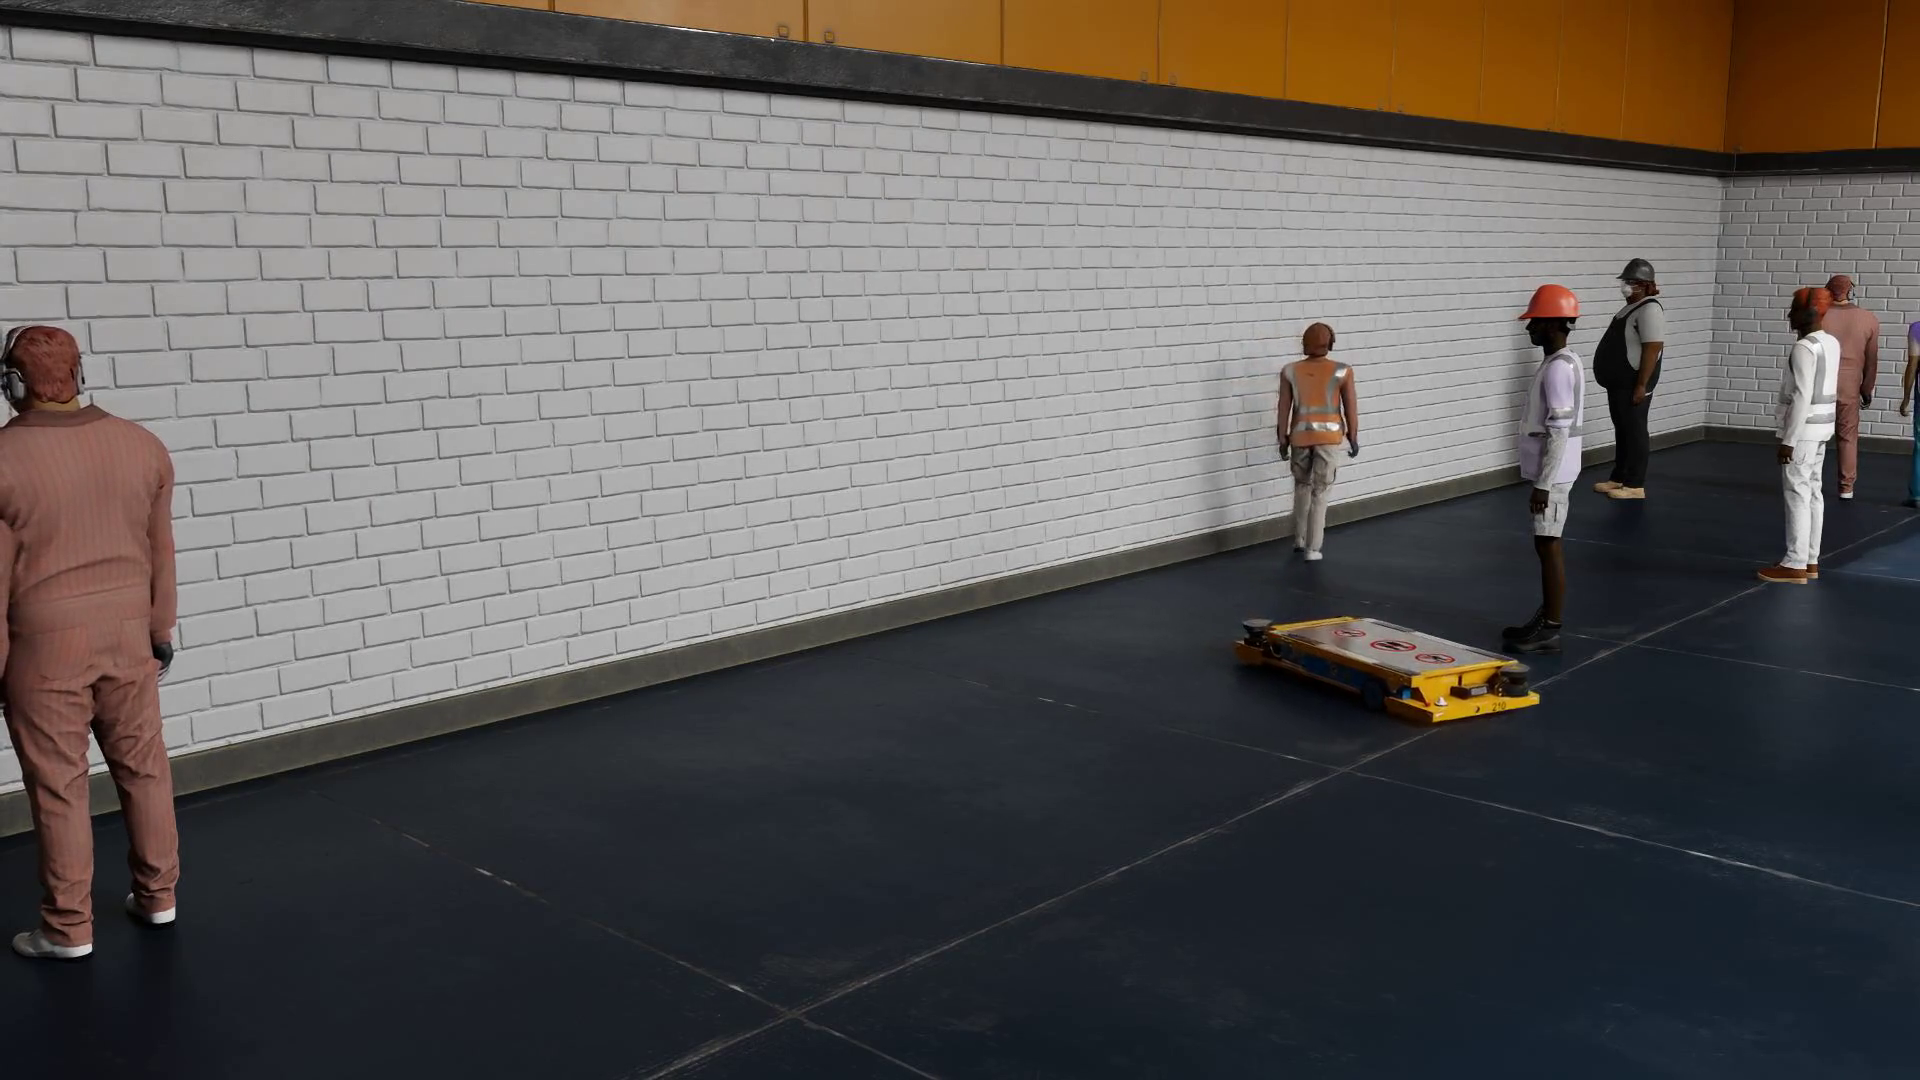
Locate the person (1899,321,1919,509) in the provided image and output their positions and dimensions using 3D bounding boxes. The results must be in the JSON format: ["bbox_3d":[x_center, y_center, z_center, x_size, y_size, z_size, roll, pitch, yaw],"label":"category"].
[{"bbox_3d":[7.996,-1.161,13.556,0.572,1.840,0.373,3,10,16],"label":"person"}]

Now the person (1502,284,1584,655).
[{"bbox_3d":[3.068,-0.362,8.734,0.361,1.938,0.545,4,11,19],"label":"person"}]

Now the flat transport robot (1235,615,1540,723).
[{"bbox_3d":[2.032,0.589,8.065,0.652,0.197,1.431,-5,11,-27],"label":"flat transport robot"}]

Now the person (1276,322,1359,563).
[{"bbox_3d":[2.458,-0.666,11.363,0.522,1.624,0.543,6,11,29],"label":"person"}]

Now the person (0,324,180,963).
[{"bbox_3d":[-2.676,0.310,5.004,0.408,1.907,0.638,6,12,32],"label":"person"}]

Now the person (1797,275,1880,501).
[{"bbox_3d":[7.377,-1.284,14.079,0.651,1.904,0.401,3,10,14],"label":"person"}]

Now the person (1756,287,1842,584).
[{"bbox_3d":[5.370,-0.663,10.601,0.342,1.883,0.586,10,14,43],"label":"person"}]

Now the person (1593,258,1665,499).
[{"bbox_3d":[5.698,-1.380,14.236,0.539,2.000,0.689,1,10,5],"label":"person"}]
